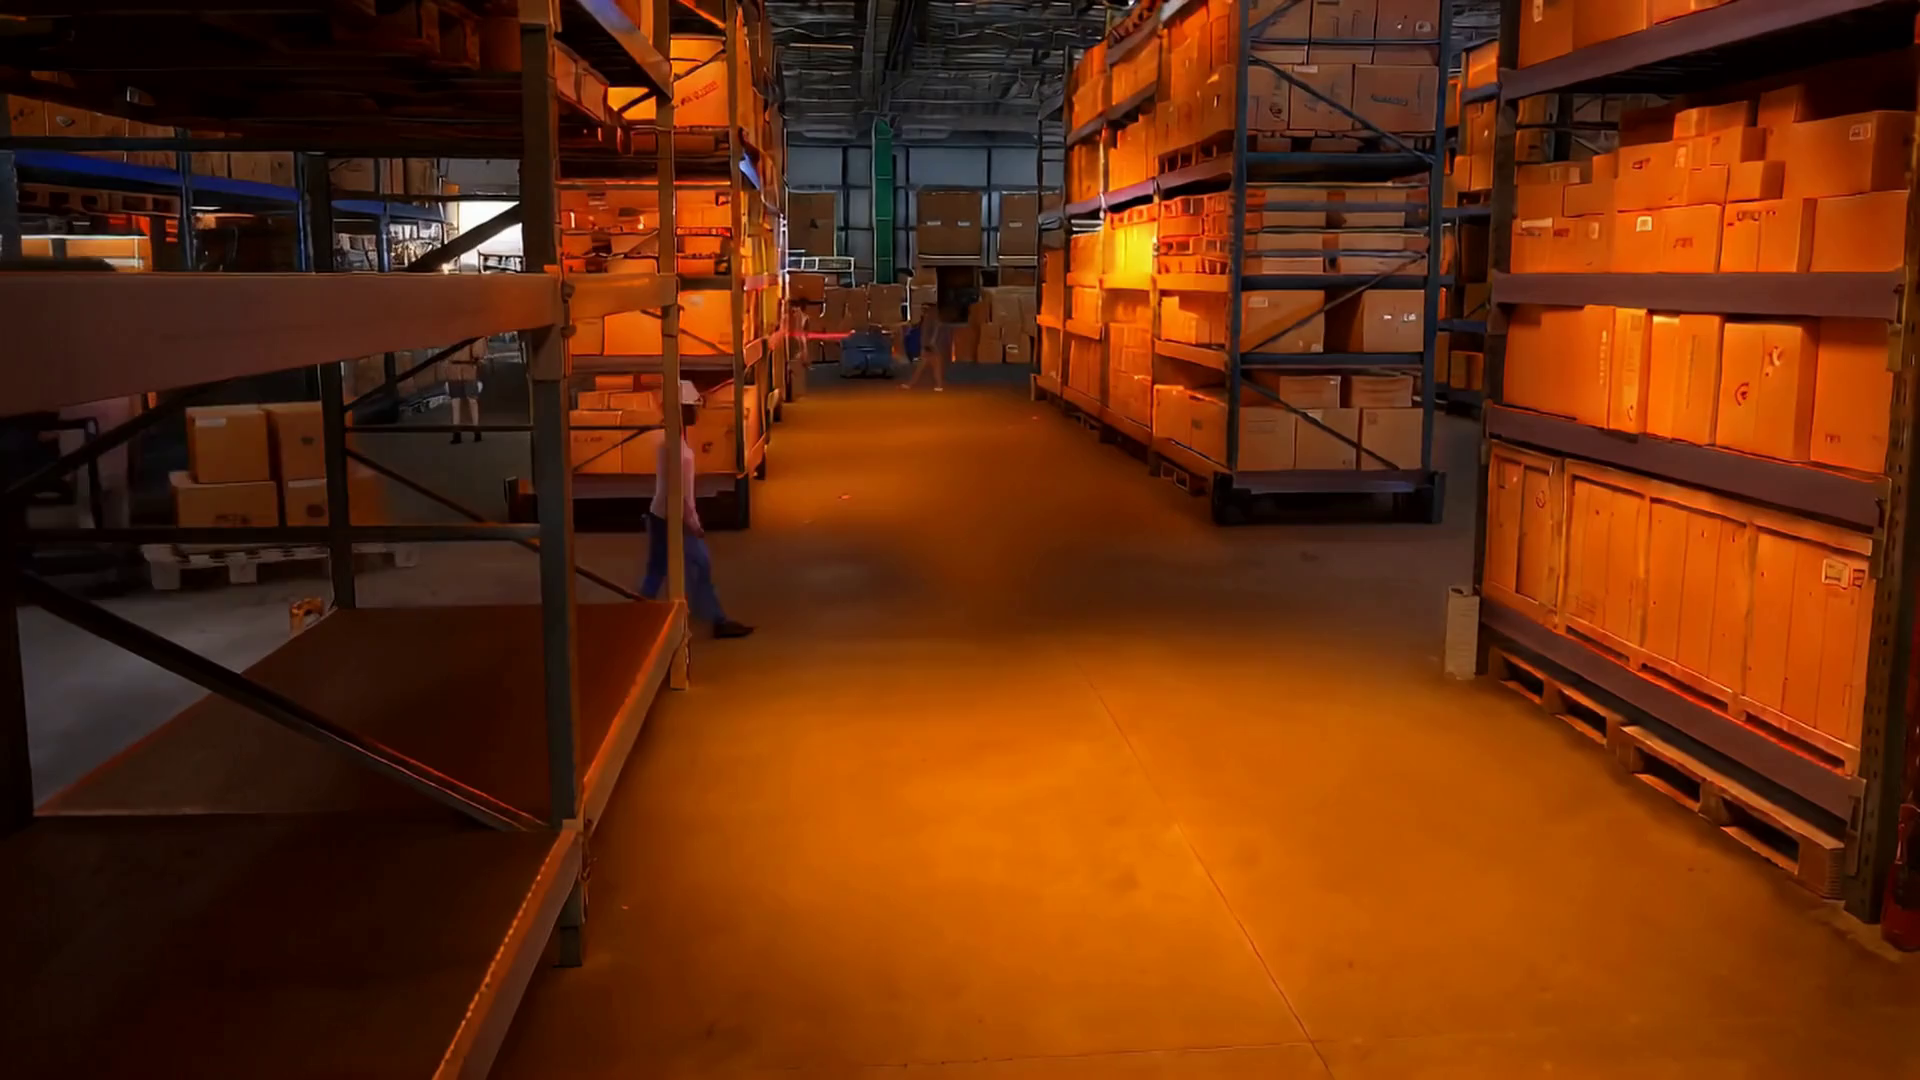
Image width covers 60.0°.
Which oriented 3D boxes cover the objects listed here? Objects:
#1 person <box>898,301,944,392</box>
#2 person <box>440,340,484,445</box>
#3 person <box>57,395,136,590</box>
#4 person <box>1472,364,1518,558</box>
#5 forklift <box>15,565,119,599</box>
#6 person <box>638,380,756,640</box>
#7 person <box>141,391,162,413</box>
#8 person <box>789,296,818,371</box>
[{"bbox_3d":[-0.780,-3.972,34.251,0.960,1.855,0.673,-1,9,-5],"label":"person"},{"bbox_3d":[-7.084,-2.315,23.652,0.592,1.924,0.543,-1,9,-7],"label":"person"},{"bbox_3d":[-6.519,-0.534,12.577,0.468,1.887,0.664,4,10,23],"label":"person"},{"bbox_3d":[3.569,-0.256,11.044,0.567,1.817,0.608,0,9,0],"label":"person"},{"bbox_3d":[-7.324,-0.950,12.096,1.873,2.768,1.129,-5,11,-31],"label":"forklift"},{"bbox_3d":[-1.735,-0.157,10.710,0.866,1.728,0.524,0,9,-1],"label":"person"},{"bbox_3d":[-13.397,-2.809,27.481,0.538,1.697,0.318,-5,10,-30],"label":"person"},{"bbox_3d":[-4.005,-5.172,41.760,0.943,1.885,0.598,4,10,24],"label":"person"}]
